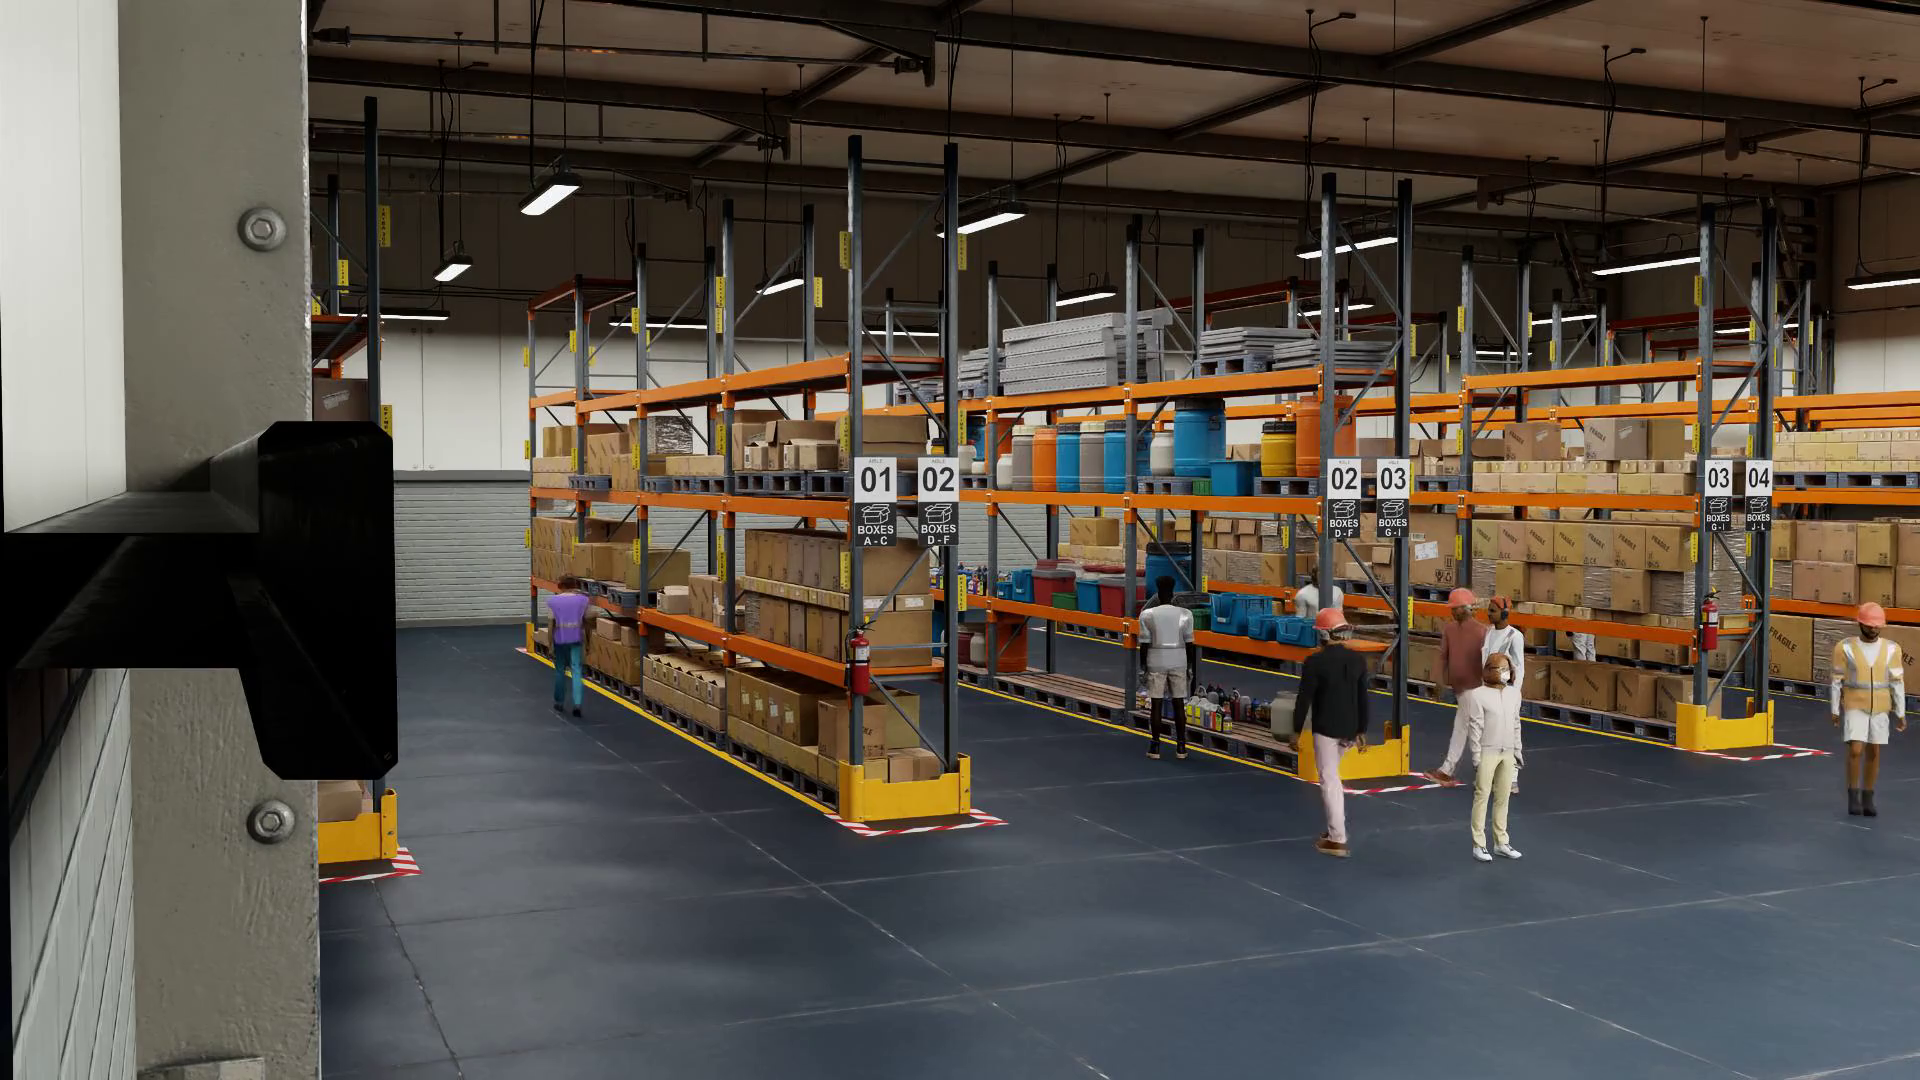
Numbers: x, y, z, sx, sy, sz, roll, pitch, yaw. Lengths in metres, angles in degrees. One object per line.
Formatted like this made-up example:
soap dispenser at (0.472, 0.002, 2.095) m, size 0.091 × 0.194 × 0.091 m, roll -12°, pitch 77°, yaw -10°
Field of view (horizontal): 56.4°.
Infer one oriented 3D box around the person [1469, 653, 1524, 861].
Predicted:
person at (4.255, 1.707, 14.202) m, size 0.500 × 1.636 × 0.280 m, roll -1°, pitch 2°, yaw -25°

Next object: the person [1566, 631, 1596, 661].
person at (8.711, 1.190, 25.150) m, size 0.619 × 1.838 × 0.430 m, roll -2°, pitch 3°, yaw -40°

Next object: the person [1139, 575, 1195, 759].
person at (2.213, 1.353, 19.207) m, size 0.603 × 1.967 × 0.368 m, roll 0°, pitch 2°, yaw 0°

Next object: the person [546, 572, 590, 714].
person at (-4.968, 1.306, 22.762) m, size 0.584 × 1.805 × 0.991 m, roll -1°, pitch 2°, yaw -23°

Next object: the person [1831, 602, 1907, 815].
person at (8.084, 1.504, 15.926) m, size 0.557 × 1.907 × 0.600 m, roll 0°, pitch 2°, yaw 12°

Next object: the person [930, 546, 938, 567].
person at (-0.440, 0.757, 34.535) m, size 0.406 × 1.987 × 0.615 m, roll 1°, pitch 3°, yaw 31°

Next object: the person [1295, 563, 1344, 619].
person at (4.545, 1.239, 22.708) m, size 0.645 × 1.927 × 0.618 m, roll 0°, pitch 2°, yaw -10°

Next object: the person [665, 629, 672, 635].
person at (-4.895, 1.034, 29.479) m, size 0.598 × 1.817 × 0.536 m, roll -1°, pitch 2°, yaw -26°

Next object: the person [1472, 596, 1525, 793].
person at (5.175, 1.473, 17.163) m, size 0.354 × 1.883 × 0.572 m, roll -1°, pitch 2°, yaw -15°

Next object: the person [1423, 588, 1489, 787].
person at (4.973, 1.435, 17.607) m, size 1.076 × 1.931 × 0.593 m, roll -1°, pitch 2°, yaw -24°

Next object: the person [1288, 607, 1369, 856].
person at (2.969, 1.532, 14.493) m, size 0.624 × 1.973 × 0.628 m, roll -1°, pitch 3°, yaw -34°
